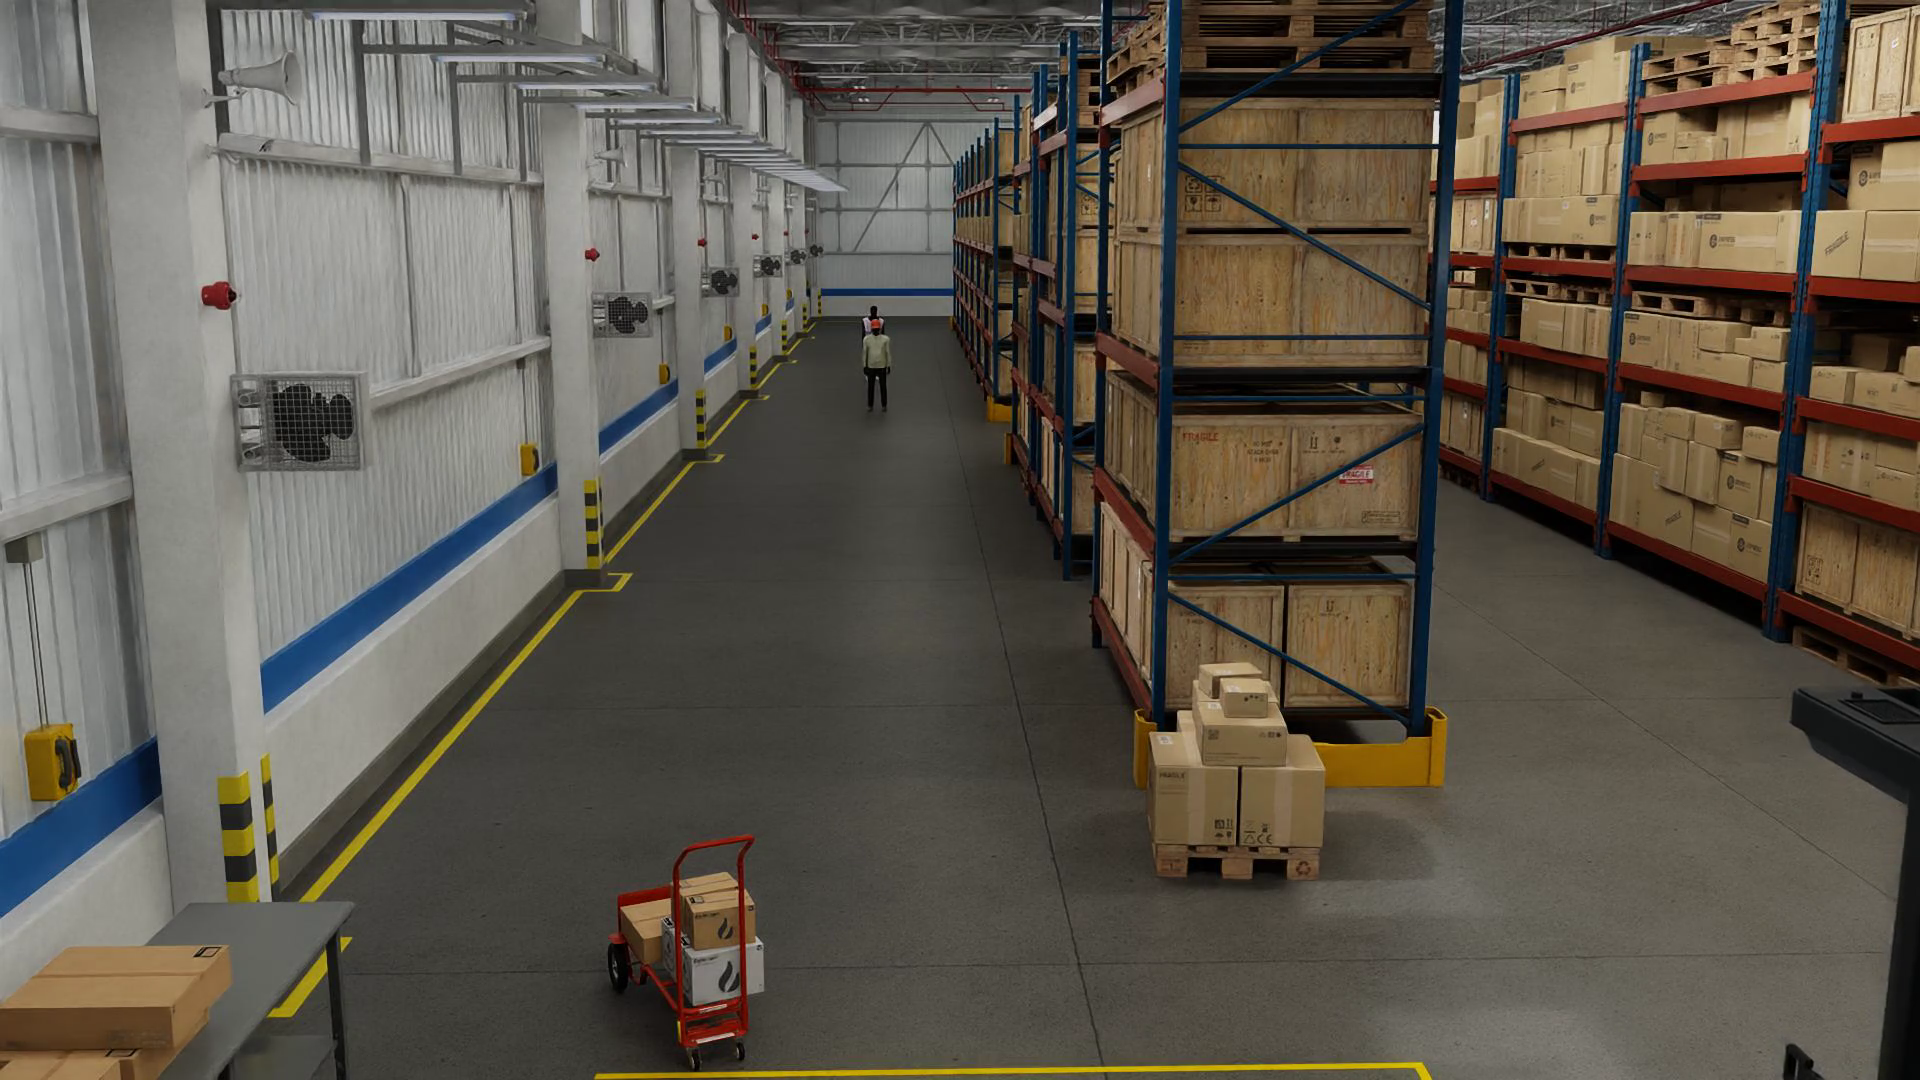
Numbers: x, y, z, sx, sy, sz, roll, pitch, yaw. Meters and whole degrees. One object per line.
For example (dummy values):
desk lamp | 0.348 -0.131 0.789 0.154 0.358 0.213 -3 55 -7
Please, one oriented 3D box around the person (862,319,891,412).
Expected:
person | -1.787 -3.735 35.618 0.614 1.988 0.404 0 11 1

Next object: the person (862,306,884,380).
person | -2.229 -5.058 42.717 0.598 1.907 0.406 -2 11 -11
